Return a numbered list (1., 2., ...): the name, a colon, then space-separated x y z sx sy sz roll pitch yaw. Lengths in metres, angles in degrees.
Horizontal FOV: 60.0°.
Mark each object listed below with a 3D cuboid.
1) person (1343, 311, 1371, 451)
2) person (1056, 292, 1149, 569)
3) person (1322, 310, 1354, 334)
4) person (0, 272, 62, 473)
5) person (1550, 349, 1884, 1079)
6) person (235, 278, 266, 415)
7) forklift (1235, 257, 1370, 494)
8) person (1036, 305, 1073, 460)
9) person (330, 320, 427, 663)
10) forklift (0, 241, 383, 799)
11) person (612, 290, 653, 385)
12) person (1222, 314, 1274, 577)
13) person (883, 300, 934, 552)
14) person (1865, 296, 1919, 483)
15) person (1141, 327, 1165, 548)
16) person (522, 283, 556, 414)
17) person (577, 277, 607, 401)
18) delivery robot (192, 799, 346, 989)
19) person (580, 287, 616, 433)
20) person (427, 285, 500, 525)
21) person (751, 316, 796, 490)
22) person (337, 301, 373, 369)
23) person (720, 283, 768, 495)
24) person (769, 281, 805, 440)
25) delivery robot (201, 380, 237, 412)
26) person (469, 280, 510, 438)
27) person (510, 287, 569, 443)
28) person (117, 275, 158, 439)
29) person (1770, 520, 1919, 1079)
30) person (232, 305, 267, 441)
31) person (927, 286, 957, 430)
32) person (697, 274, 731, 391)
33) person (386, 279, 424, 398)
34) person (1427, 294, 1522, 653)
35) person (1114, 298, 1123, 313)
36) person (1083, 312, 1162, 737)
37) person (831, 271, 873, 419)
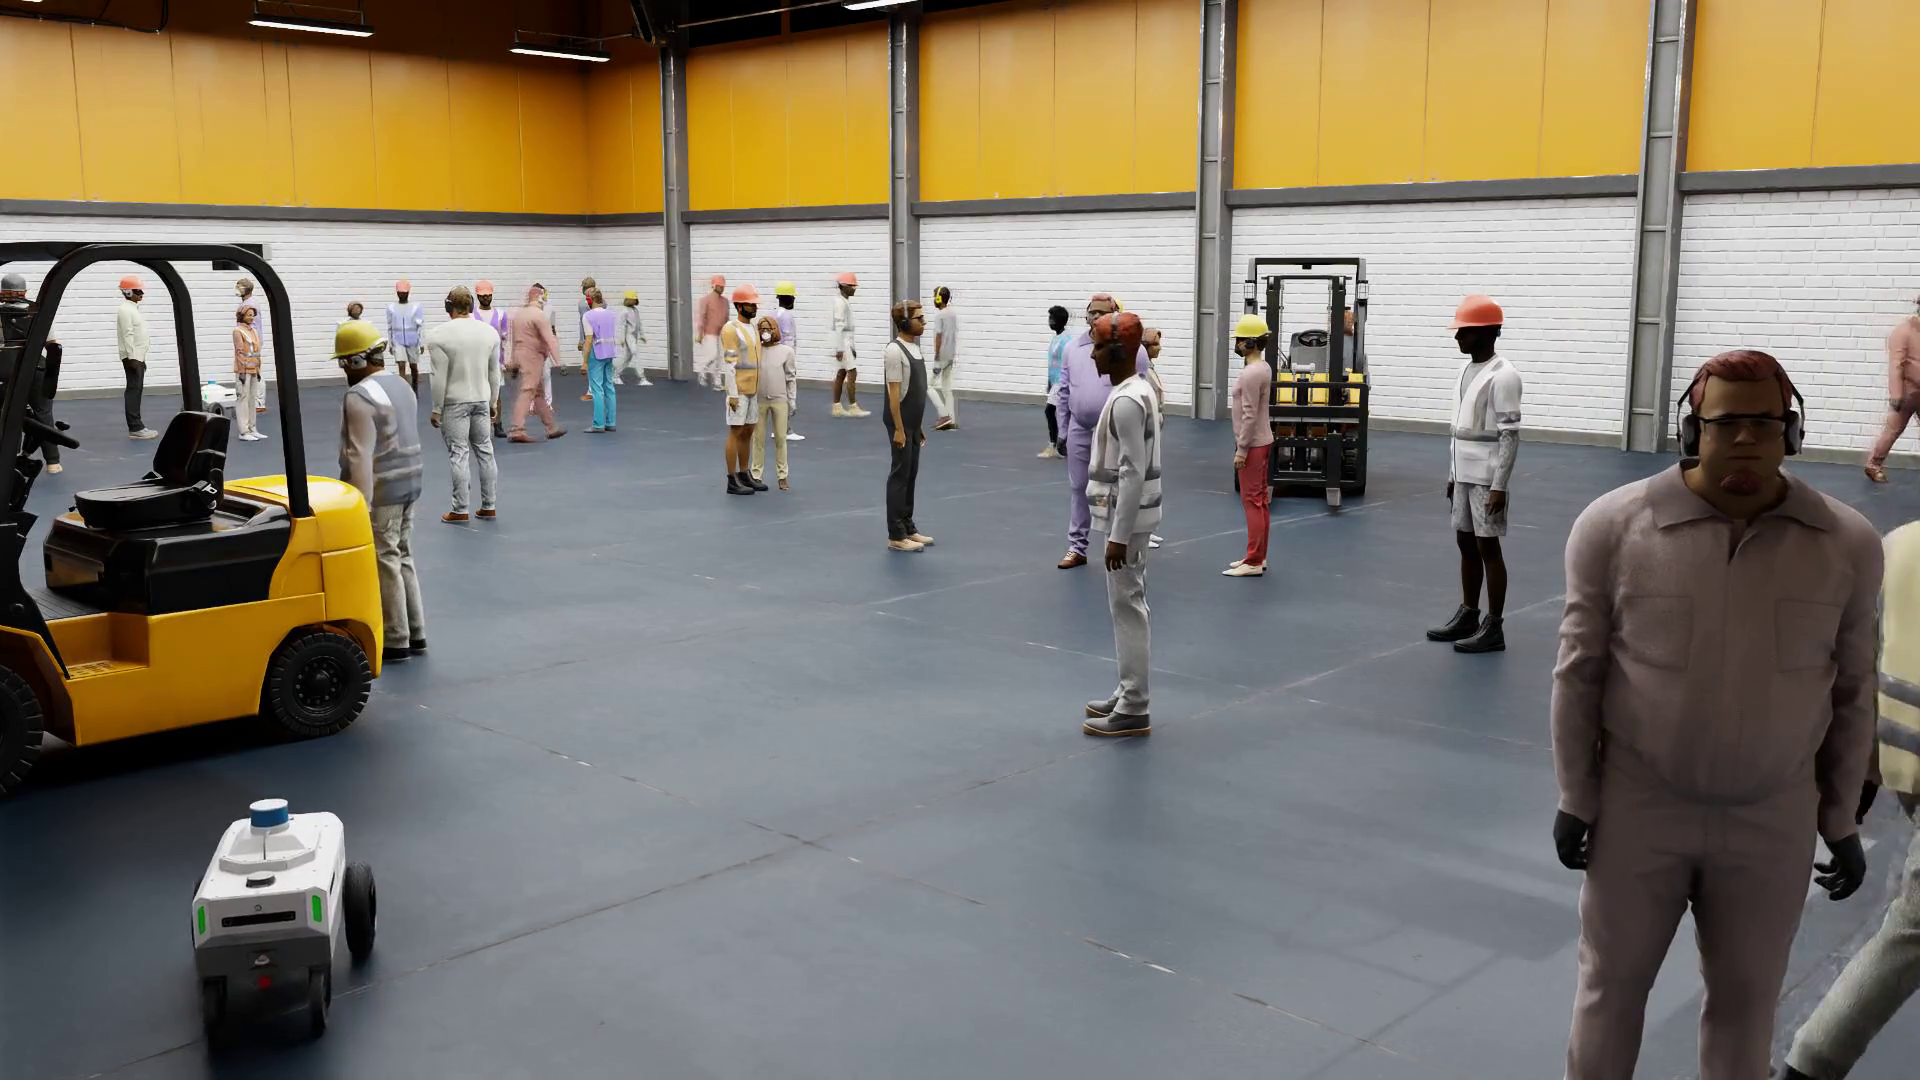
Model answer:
1. person: 4.462 -1.840 19.170 0.513 1.590 0.846 -5 11 -30
2. person: 0.954 -0.736 11.423 0.643 1.913 0.410 4 10 22
3. person: 4.663 -2.079 20.502 0.497 1.633 0.285 7 11 36
4. person: -9.478 -1.676 16.791 0.675 2.000 0.537 -5 10 -27
5. person: 1.573 0.558 3.501 0.638 1.909 0.402 2 10 13
6. person: -10.123 -2.751 23.688 0.367 1.940 0.634 -6 11 -34
7. forklift: 3.309 -1.629 16.029 1.214 2.155 2.313 2 9 11
8. person: 1.022 -1.693 17.987 0.639 1.670 0.555 -2 9 -10
9. person: -3.055 -0.246 8.741 0.435 1.809 0.602 1 9 6
10. forklift: -3.706 -0.171 7.093 1.214 2.155 2.313 9 13 43
11. person: -5.898 -3.614 29.704 0.862 1.703 0.488 3 10 15
12. person: 1.955 -0.633 11.236 0.309 1.769 0.523 3 10 19
13. person: -0.384 -0.840 12.261 0.345 1.847 0.506 3 10 16
14. person: 9.054 -1.419 15.798 0.669 1.865 0.971 -2 9 -11
15. person: 1.374 -0.765 12.431 0.307 1.641 0.514 2 10 13
16. person: -6.030 -2.747 23.883 0.530 1.869 0.311 -4 10 -24
17. person: -5.791 -3.151 26.142 0.370 1.941 0.627 4 10 22
18. delivery robot: -1.950 0.982 4.728 0.477 0.478 0.707 -2 10 -16
19. person: -4.552 -2.262 21.002 0.389 1.837 0.563 5 10 27
20. person: -4.027 -1.094 13.532 0.368 1.940 0.632 8 12 41
21. person: -1.789 -1.281 15.609 0.509 1.632 0.265 0 9 -2
22. person: -8.397 -2.525 23.313 0.537 1.611 0.721 -9 13 -43
23. person: -1.974 -1.390 15.345 0.374 1.939 0.545 4 10 23
24. person: -2.125 -2.171 20.166 0.371 1.929 0.585 -4 10 -26
25. delivery robot: -10.196 -1.944 22.686 0.477 0.478 0.707 2 9 13
26. person: -5.783 -2.205 20.346 0.543 1.939 0.360 -5 10 -27
27. person: -5.054 -2.097 19.986 0.921 1.836 0.801 -7 12 -38
28. person: -10.093 -2.237 20.364 0.378 1.996 0.611 -3 10 -18
29. person: 2.363 0.549 3.984 0.929 1.782 0.579 -1 9 -6
30. person: -8.620 -2.020 20.133 0.314 1.636 0.515 0 9 -1
31. person: -0.241 -2.313 21.278 0.438 1.851 0.545 5 10 28
32. person: -4.158 -3.512 28.224 0.536 1.976 0.660 8 12 39
33. person: -8.657 -3.115 26.010 0.542 1.918 0.851 -2 10 -14
34. person: 2.784 -0.355 9.008 0.375 1.935 0.551 -2 9 -11
35. person: 1.610 -1.646 17.450 0.522 1.768 0.312 0 9 0
36. person: 0.727 -0.067 7.402 0.338 1.882 0.583 1 9 9
37. person: -1.507 -2.694 23.052 0.606 2.032 0.644 0 9 0
